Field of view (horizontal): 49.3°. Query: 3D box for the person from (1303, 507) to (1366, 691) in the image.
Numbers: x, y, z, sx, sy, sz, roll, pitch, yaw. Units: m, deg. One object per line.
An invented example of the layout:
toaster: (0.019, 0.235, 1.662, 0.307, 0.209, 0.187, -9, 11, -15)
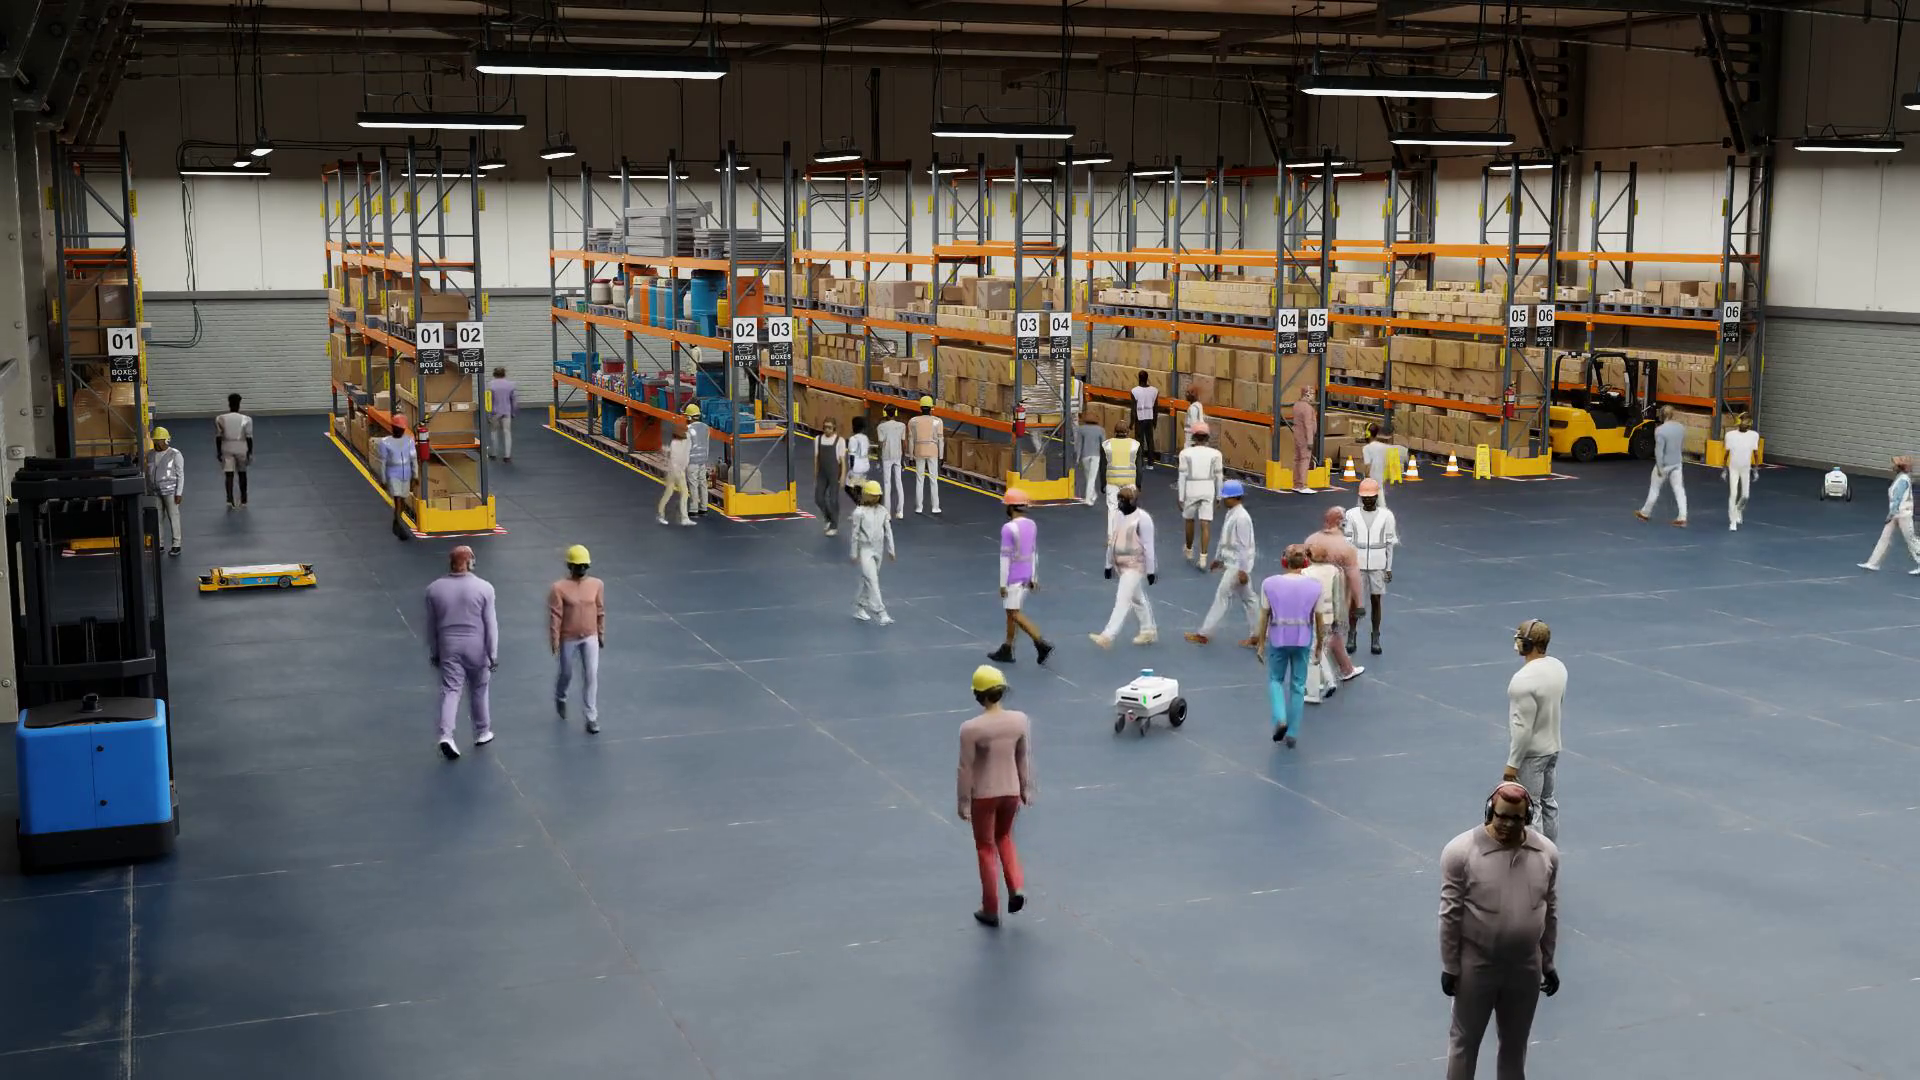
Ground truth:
person: (3.806, 0.583, 21.251, 1.014, 1.850, 0.669, -6, 10, -35)

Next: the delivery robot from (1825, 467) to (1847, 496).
delivery robot: (15.053, -1.006, 35.977, 0.477, 0.478, 0.707, 3, 9, 21)

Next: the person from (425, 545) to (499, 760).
person: (-4.431, 0.980, 18.613, 0.648, 1.860, 0.967, 0, 9, 1)

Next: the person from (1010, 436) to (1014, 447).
person: (1.169, -2.679, 42.697, 0.611, 1.954, 0.990, -4, 10, -26)

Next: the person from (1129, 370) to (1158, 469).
person: (3.540, -2.301, 40.260, 0.597, 1.915, 0.371, -4, 9, -25)

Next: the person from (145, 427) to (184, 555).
person: (-11.360, -0.699, 29.861, 0.590, 1.833, 0.404, 2, 9, 12)

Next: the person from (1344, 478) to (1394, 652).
person: (4.481, 0.275, 23.013, 0.550, 1.935, 0.376, 2, 9, 12)

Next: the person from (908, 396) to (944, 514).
person: (-0.550, -1.386, 34.123, 0.585, 1.928, 0.369, 1, 9, 5)

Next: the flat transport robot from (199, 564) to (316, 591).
flat transport robot: (-9.181, 0.476, 27.349, 1.431, 0.197, 0.652, -3, 9, -21)

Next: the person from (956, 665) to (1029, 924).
person: (0.210, 1.704, 14.084, 0.541, 1.751, 0.371, -5, 10, -28)

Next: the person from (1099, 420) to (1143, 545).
person: (2.363, -0.837, 30.751, 0.634, 1.841, 0.429, 1, 9, 3)

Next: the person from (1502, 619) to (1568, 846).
person: (4.033, 1.513, 14.759, 0.371, 1.940, 0.627, 8, 11, 41)

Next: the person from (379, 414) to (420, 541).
person: (-8.464, -0.965, 31.533, 0.533, 1.884, 0.976, -7, 11, -39)

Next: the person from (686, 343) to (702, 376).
person: (-6.926, -4.413, 54.607, 0.404, 1.837, 0.587, 1, 9, 4)

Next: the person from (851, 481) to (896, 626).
person: (-1.017, 0.141, 24.692, 0.504, 1.688, 0.895, -7, 11, -38)

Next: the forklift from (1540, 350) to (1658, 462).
forklift: (12.897, -2.725, 42.309, 2.313, 2.155, 1.214, -3, 9, -21)

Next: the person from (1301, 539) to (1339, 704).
person: (3.475, 0.801, 20.544, 0.528, 1.624, 0.367, -6, 11, -36)

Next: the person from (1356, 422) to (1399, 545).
person: (6.082, -0.823, 30.751, 0.519, 1.826, 0.987, -6, 10, -33)

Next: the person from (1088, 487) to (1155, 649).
person: (1.815, 0.308, 23.260, 0.971, 1.792, 0.652, -5, 10, -28)

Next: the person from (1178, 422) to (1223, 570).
person: (3.295, -0.628, 28.832, 0.629, 1.989, 1.068, 0, 9, -2)

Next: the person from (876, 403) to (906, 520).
person: (-1.105, -1.261, 33.503, 0.512, 1.865, 0.329, -4, 9, -25)

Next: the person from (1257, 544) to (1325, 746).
person: (2.981, 0.947, 18.874, 0.602, 1.831, 0.440, 1, 9, 8)

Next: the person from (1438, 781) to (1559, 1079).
person: (2.743, 2.152, 10.627, 0.636, 1.902, 0.406, -1, 9, -8)

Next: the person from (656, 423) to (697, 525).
person: (-4.491, -1.029, 32.838, 0.691, 1.597, 0.606, 4, 9, 23)

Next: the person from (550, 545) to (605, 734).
person: (-3.596, 0.885, 19.605, 0.537, 1.743, 0.794, -4, 10, -26)

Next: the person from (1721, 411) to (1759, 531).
person: (12.059, -1.088, 32.435, 0.561, 1.846, 0.558, 2, 9, 12)

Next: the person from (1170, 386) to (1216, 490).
person: (4.187, -1.821, 37.241, 0.819, 1.861, 0.599, 3, 9, 21)

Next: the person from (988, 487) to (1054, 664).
person: (0.659, 0.390, 22.351, 0.831, 1.915, 0.548, 6, 11, 36)

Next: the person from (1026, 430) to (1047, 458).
person: (1.517, -2.369, 40.736, 0.621, 1.919, 0.741, -4, 9, -26)

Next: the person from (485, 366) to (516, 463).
person: (-9.179, -2.515, 41.754, 0.651, 1.892, 0.955, -5, 10, -29)

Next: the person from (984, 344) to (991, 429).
person: (0.540, -3.605, 48.863, 0.626, 1.950, 1.004, -4, 9, -24)

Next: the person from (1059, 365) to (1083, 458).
person: (2.222, -2.603, 42.373, 0.574, 1.887, 0.356, -4, 10, -27)

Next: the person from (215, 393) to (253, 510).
person: (-12.029, -1.477, 34.732, 0.601, 1.930, 0.975, -3, 9, -17)

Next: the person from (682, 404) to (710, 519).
person: (-4.272, -1.271, 33.665, 0.404, 1.835, 0.587, 6, 10, 33)

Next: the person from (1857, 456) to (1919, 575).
person: (12.646, -0.330, 28.201, 0.884, 1.593, 0.527, 2, 9, 12)

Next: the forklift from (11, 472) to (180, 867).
forklift: (-6.630, 0.886, 15.957, 1.129, 2.768, 1.873, -3, 9, -21)

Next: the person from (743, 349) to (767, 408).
person: (-5.174, -4.351, 53.661, 0.700, 2.000, 0.787, 2, 9, 11)

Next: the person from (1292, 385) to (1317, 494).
person: (6.063, -1.764, 36.741, 0.402, 1.903, 0.642, -2, 9, -12)

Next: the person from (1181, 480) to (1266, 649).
person: (2.943, 0.270, 23.170, 1.014, 1.888, 0.621, 1, 9, 4)

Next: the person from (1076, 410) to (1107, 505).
person: (2.235, -1.393, 35.320, 0.518, 1.584, 0.872, 4, 9, 23)

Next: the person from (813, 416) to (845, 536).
person: (-1.983, -0.967, 31.656, 0.540, 1.826, 0.401, 3, 9, 20)

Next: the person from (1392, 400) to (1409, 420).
person: (9.675, -3.017, 45.882, 0.523, 1.661, 0.806, -3, 9, -20)

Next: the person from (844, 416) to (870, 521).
person: (-1.617, -1.123, 33.178, 0.387, 1.679, 0.551, 4, 10, 27)

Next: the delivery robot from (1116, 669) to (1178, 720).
delivery robot: (1.751, 1.450, 19.585, 0.477, 0.478, 0.707, 6, 11, 32)

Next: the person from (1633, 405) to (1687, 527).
person: (11.064, -1.169, 32.815, 0.644, 1.885, 1.005, -4, 9, -23)
